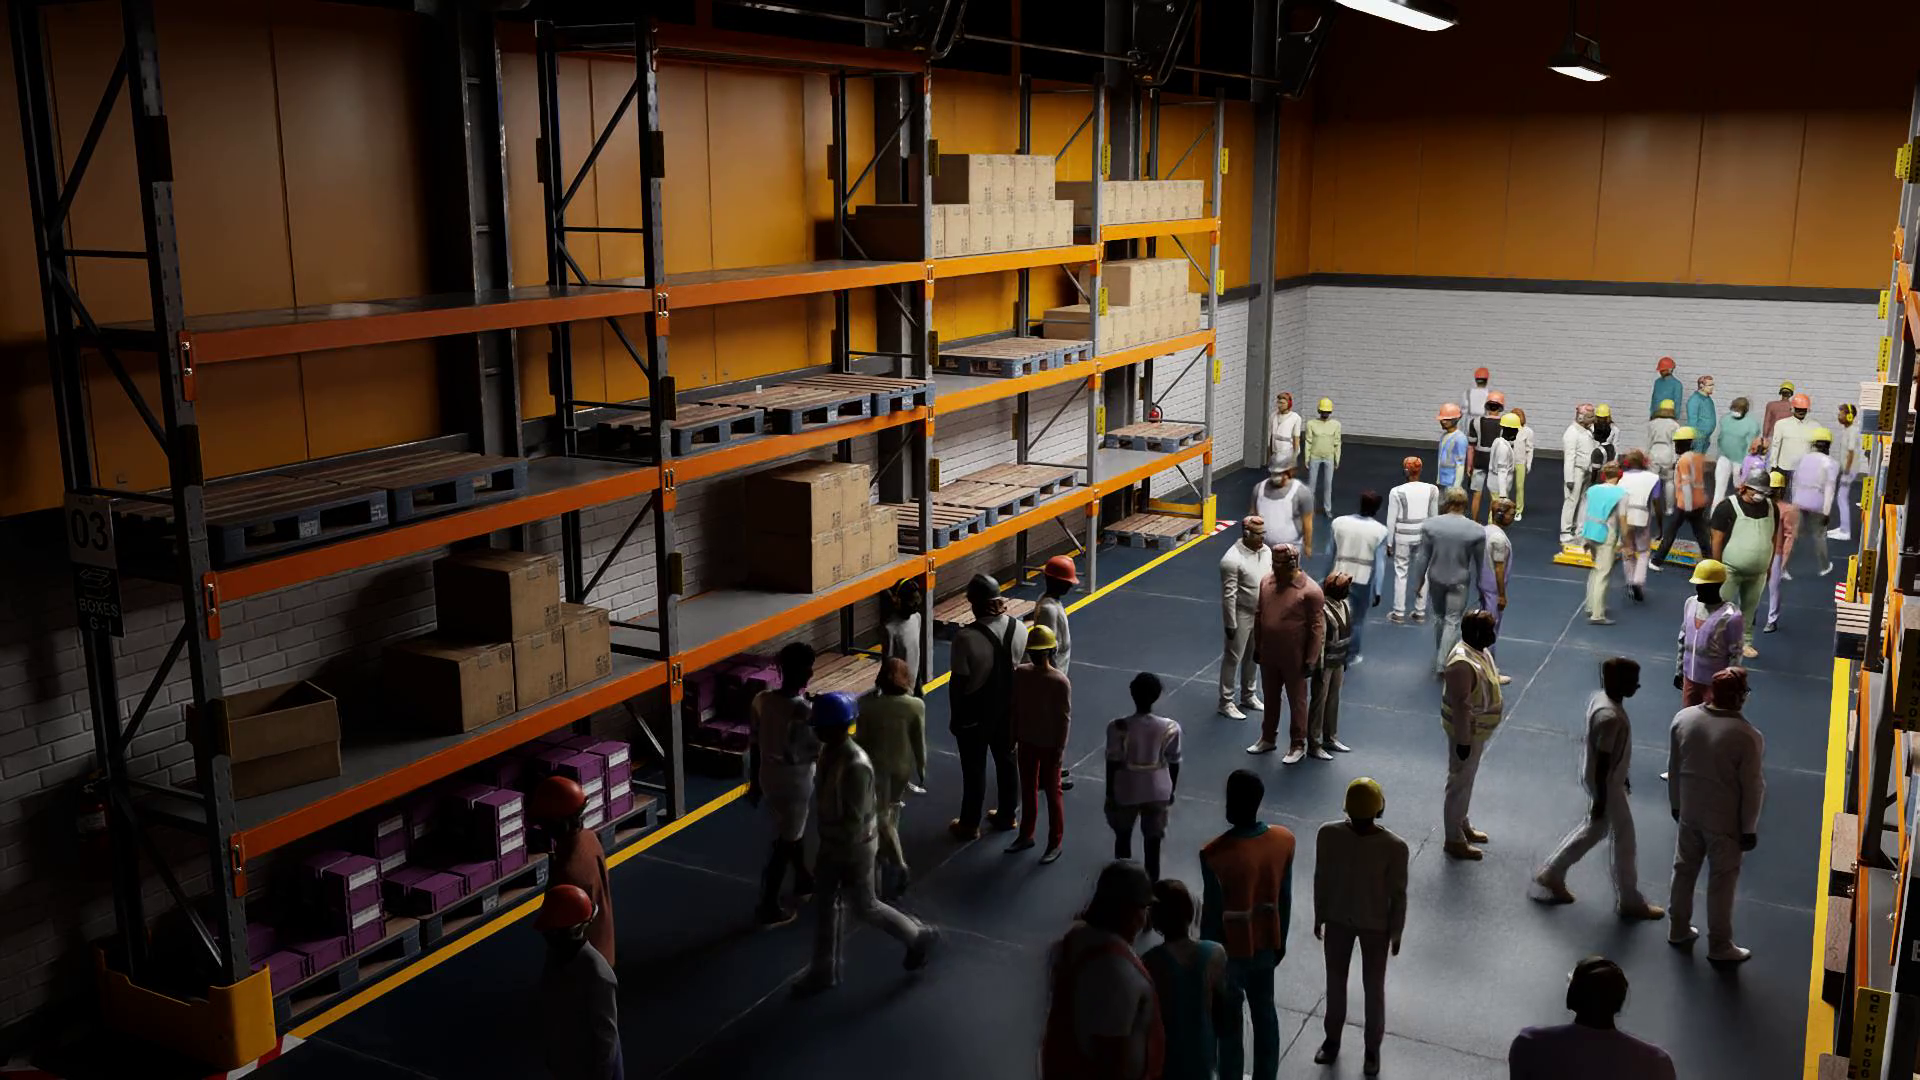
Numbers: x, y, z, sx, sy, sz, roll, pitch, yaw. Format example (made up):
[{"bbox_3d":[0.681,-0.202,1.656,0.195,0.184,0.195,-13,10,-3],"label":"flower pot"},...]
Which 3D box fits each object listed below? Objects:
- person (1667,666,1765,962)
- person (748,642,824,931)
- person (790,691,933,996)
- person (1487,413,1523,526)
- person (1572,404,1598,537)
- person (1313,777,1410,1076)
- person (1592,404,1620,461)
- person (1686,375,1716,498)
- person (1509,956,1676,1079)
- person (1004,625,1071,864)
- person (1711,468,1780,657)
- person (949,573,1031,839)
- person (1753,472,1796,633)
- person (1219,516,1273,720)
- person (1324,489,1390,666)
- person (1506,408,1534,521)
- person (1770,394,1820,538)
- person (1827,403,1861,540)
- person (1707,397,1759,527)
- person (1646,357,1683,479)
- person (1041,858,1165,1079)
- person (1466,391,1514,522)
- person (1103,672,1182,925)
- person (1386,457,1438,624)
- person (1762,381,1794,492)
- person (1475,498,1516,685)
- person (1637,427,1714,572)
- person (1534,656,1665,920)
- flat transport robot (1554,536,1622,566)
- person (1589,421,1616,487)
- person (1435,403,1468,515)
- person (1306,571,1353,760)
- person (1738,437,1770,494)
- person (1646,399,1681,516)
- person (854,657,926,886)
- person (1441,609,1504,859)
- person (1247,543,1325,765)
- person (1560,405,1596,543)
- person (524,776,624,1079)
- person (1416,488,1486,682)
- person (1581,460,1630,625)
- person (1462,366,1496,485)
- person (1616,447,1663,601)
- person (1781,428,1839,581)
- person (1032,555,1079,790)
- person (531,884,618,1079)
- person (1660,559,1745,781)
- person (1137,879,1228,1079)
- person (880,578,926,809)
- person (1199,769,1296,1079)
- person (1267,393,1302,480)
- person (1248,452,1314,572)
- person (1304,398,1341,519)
[{"bbox_3d":[4.838,1.735,10.642,0.399,1.909,0.642,-7,14,-28],"label":"person"},{"bbox_3d":[-1.061,1.609,11.161,0.610,1.924,0.880,12,17,43],"label":"person"},{"bbox_3d":[-0.623,1.832,10.191,0.845,1.921,0.611,-7,15,-30],"label":"person"},{"bbox_3d":[7.000,-0.683,21.447,0.398,1.920,0.586,3,13,15],"label":"person"},{"bbox_3d":[8.447,-0.918,22.568,0.356,1.887,0.572,6,14,26],"label":"person"},{"bbox_3d":[2.206,2.132,9.232,0.518,1.752,0.375,7,14,28],"label":"person"},{"bbox_3d":[9.059,-1.063,23.565,0.481,1.735,0.312,4,13,18],"label":"person"},{"bbox_3d":[11.311,-1.561,25.403,0.409,1.909,0.640,11,17,41],"label":"person"},{"bbox_3d":[2.521,2.590,6.743,0.635,1.939,0.360,4,13,17],"label":"person"},{"bbox_3d":[0.573,1.473,12.128,0.525,1.772,0.299,11,16,40],"label":"person"},{"bbox_3d":[8.074,0.228,17.090,0.689,2.000,0.536,0,13,-1],"label":"person"},{"bbox_3d":[0.183,1.231,12.598,0.681,2.000,0.535,-8,15,-32],"label":"person"},{"bbox_3d":[8.815,0.124,18.169,0.303,1.772,0.530,-8,15,-33],"label":"person"},{"bbox_3d":[2.660,0.704,15.300,0.638,1.899,0.397,-11,17,-42],"label":"person"},{"bbox_3d":[3.921,0.429,16.604,0.657,1.875,0.802,6,14,26],"label":"person"},{"bbox_3d":[7.962,-1.089,23.907,0.508,1.631,0.264,9,15,34],"label":"person"},{"bbox_3d":[11.406,-1.014,22.751,0.613,1.994,0.395,1,13,4],"label":"person"},{"bbox_3d":[12.119,-0.940,22.746,0.347,1.858,0.541,6,14,24],"label":"person"},{"bbox_3d":[10.920,-1.109,23.479,1.010,1.864,0.688,-8,15,-33],"label":"person"},{"bbox_3d":[11.486,-1.999,27.184,0.392,1.986,0.610,-4,13,-19],"label":"person"},{"bbox_3d":[0.679,2.371,7.492,0.923,2.000,0.693,-6,14,-25],"label":"person"},{"bbox_3d":[7.233,-1.017,22.703,0.610,2.030,0.409,5,14,23],"label":"person"},{"bbox_3d":[1.231,1.707,11.339,0.547,1.638,0.889,0,13,-2],"label":"person"},{"bbox_3d":[5.003,0.004,18.459,0.579,1.880,0.360,-2,13,-7],"label":"person"},{"bbox_3d":[12.788,-1.596,25.909,0.532,1.754,0.340,6,14,24],"label":"person"},{"bbox_3d":[5.254,0.494,16.357,0.344,1.839,0.504,0,13,-1],"label":"person"},{"bbox_3d":[8.995,-0.458,20.586,0.607,1.866,0.998,-11,17,-42],"label":"person"},{"bbox_3d":[4.369,1.646,11.235,0.812,1.820,0.523,3,13,14],"label":"person"},{"bbox_3d":[8.269,0.106,21.631,0.652,0.197,1.431,9,15,34],"label":"flat transport robot"},{"bbox_3d":[8.553,-0.738,22.206,0.320,1.694,0.534,12,17,43],"label":"person"},{"bbox_3d":[6.306,-0.759,21.532,0.404,2.034,0.609,-2,13,-7],"label":"person"},{"bbox_3d":[3.177,1.064,14.274,0.313,1.634,0.514,11,17,40],"label":"person"},{"bbox_3d":[10.149,-0.513,21.332,0.315,1.632,0.523,1,13,6],"label":"person"},{"bbox_3d":[10.257,-1.197,24.208,0.795,1.701,0.502,-12,17,-43],"label":"person"},{"bbox_3d":[-0.477,1.638,11.795,0.510,1.595,0.738,-3,13,-14],"label":"person"},{"bbox_3d":[3.770,1.405,12.270,0.429,1.844,0.627,6,14,25],"label":"person"},{"bbox_3d":[2.750,0.954,14.153,0.402,1.902,0.652,-12,17,-42],"label":"person"},{"bbox_3d":[8.337,-0.879,22.383,0.399,1.897,0.652,11,17,42],"label":"person"},{"bbox_3d":[-1.989,2.160,8.576,0.421,1.983,0.615,0,13,0],"label":"person"},{"bbox_3d":[4.941,0.407,16.593,0.663,1.896,0.957,7,15,30],"label":"person"},{"bbox_3d":[7.163,0.026,18.492,0.449,1.826,0.597,-4,13,-18],"label":"person"},{"bbox_3d":[8.245,-1.805,26.479,0.554,1.919,0.804,8,15,33],"label":"person"},{"bbox_3d":[7.853,-0.168,19.388,0.644,1.807,0.514,7,14,29],"label":"person"},{"bbox_3d":[10.447,-0.420,20.402,1.018,1.870,0.629,-8,15,-30],"label":"person"},{"bbox_3d":[0.772,1.068,13.582,0.377,1.928,0.542,0,13,0],"label":"person"},{"bbox_3d":[-1.812,2.442,7.820,0.327,1.752,0.563,-10,16,-39],"label":"person"},{"bbox_3d":[6.019,1.094,13.466,0.384,1.925,0.593,-5,13,-21],"label":"person"},{"bbox_3d":[0.995,2.428,7.802,0.527,1.794,0.942,-4,13,-18],"label":"person"},{"bbox_3d":[-0.469,1.199,13.180,0.363,1.857,0.534,7,14,27],"label":"person"},{"bbox_3d":[1.507,2.142,8.796,0.597,1.916,0.371,-7,14,-29],"label":"person"},{"bbox_3d":[4.704,-1.224,24.057,0.384,1.837,0.564,-8,15,-31],"label":"person"},{"bbox_3d":[3.388,0.020,18.019,0.706,2.000,0.969,10,16,37],"label":"person"},{"bbox_3d":[5.231,-1.177,24.014,0.525,1.762,0.340,0,13,2],"label":"person"}]
